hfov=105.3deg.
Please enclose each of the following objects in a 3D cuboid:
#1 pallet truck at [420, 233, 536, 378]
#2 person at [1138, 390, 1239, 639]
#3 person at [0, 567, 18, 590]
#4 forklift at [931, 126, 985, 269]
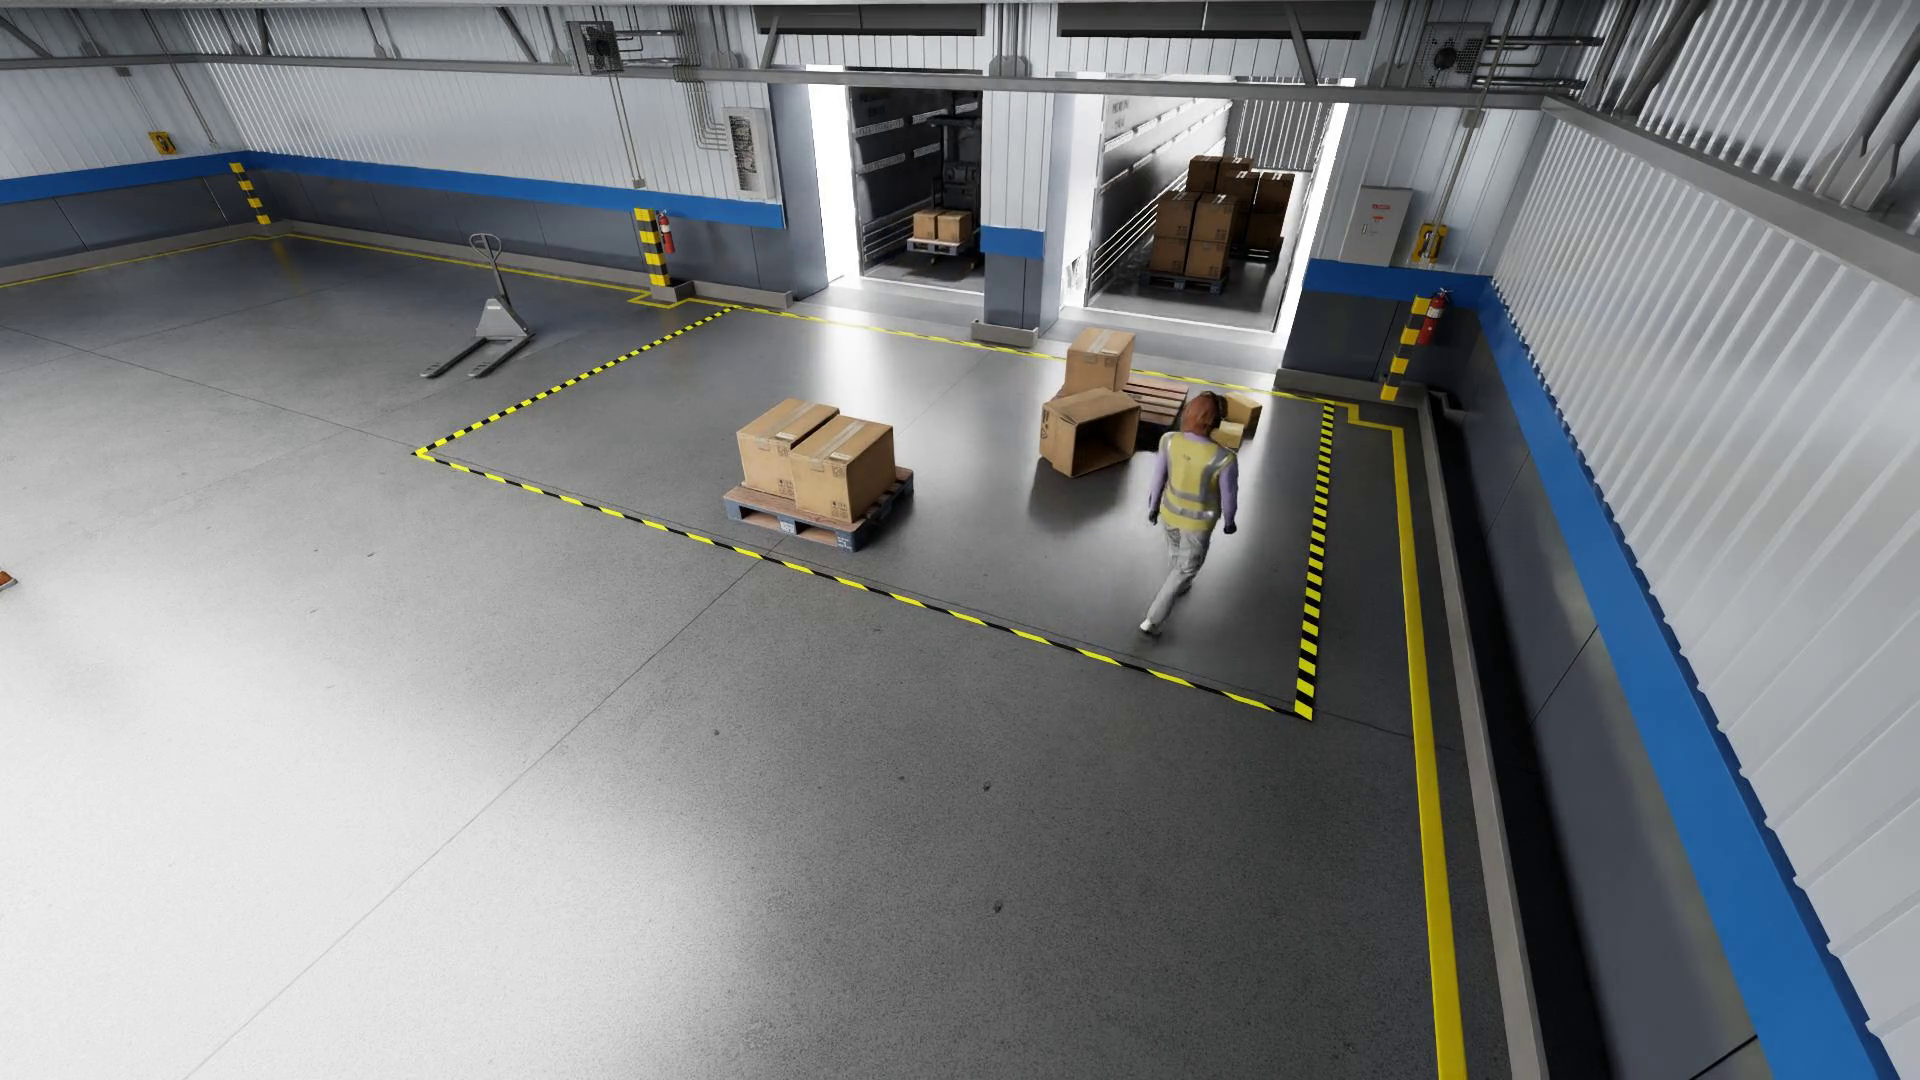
[{"bbox_3d":[-5.664,-2.712,8.427,0.680,1.201,1.601,0,35,-1],"label":"pallet truck"},{"bbox_3d":[1.393,-0.139,4.500,0.805,1.597,0.517,-27,43,-32],"label":"person"},{"bbox_3d":[-6.921,-0.432,4.617,0.614,1.945,0.398,16,39,21],"label":"person"},{"bbox_3d":[0.227,-5.661,11.876,0.716,2.013,0.776,15,38,20],"label":"forklift"}]
